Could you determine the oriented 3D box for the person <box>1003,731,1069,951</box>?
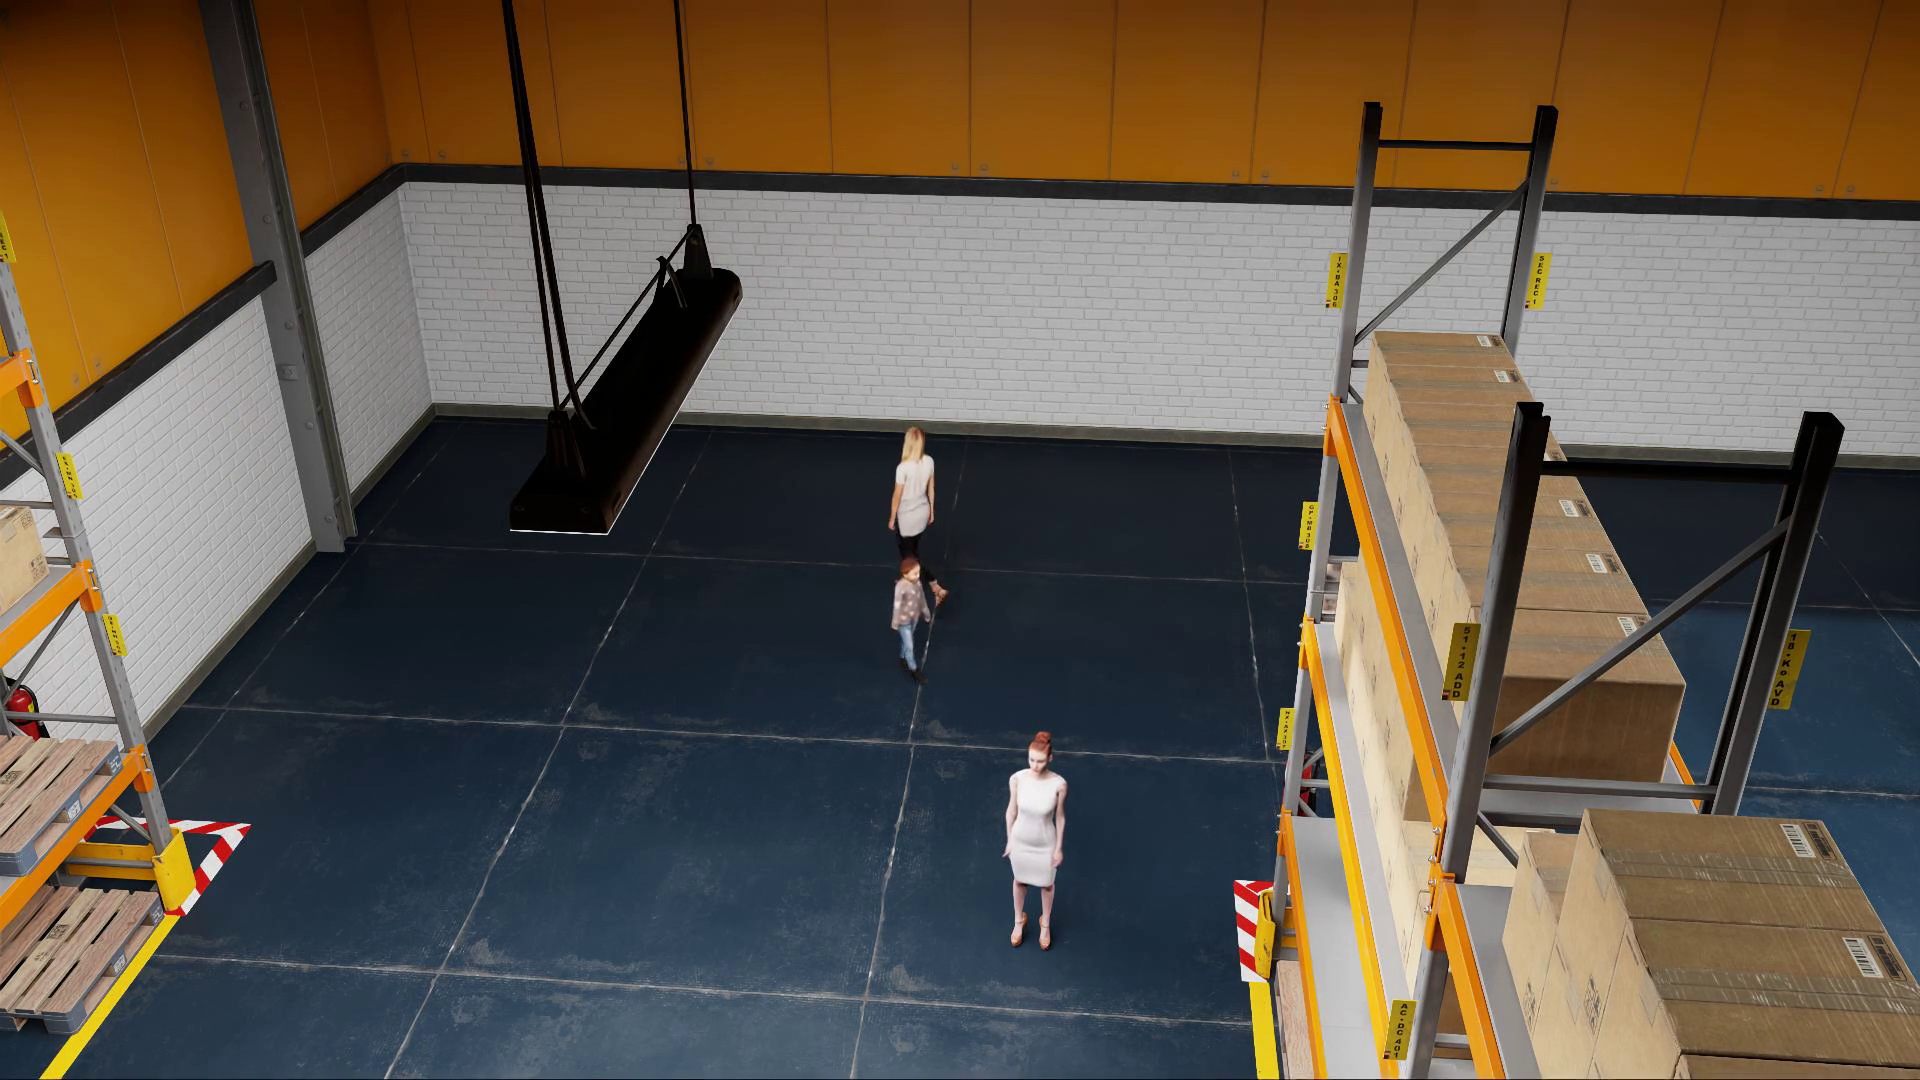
[{"bbox_3d":[0.525,2.085,11.455,0.589,1.792,0.507,6,29,11],"label":"person"}]

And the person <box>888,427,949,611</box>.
[{"bbox_3d":[-0.382,-0.174,15.584,1.064,1.804,1.073,-25,37,-38],"label":"person"}]

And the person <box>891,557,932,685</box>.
[{"bbox_3d":[-0.495,0.663,14.697,0.742,1.183,0.700,23,36,35],"label":"person"}]
